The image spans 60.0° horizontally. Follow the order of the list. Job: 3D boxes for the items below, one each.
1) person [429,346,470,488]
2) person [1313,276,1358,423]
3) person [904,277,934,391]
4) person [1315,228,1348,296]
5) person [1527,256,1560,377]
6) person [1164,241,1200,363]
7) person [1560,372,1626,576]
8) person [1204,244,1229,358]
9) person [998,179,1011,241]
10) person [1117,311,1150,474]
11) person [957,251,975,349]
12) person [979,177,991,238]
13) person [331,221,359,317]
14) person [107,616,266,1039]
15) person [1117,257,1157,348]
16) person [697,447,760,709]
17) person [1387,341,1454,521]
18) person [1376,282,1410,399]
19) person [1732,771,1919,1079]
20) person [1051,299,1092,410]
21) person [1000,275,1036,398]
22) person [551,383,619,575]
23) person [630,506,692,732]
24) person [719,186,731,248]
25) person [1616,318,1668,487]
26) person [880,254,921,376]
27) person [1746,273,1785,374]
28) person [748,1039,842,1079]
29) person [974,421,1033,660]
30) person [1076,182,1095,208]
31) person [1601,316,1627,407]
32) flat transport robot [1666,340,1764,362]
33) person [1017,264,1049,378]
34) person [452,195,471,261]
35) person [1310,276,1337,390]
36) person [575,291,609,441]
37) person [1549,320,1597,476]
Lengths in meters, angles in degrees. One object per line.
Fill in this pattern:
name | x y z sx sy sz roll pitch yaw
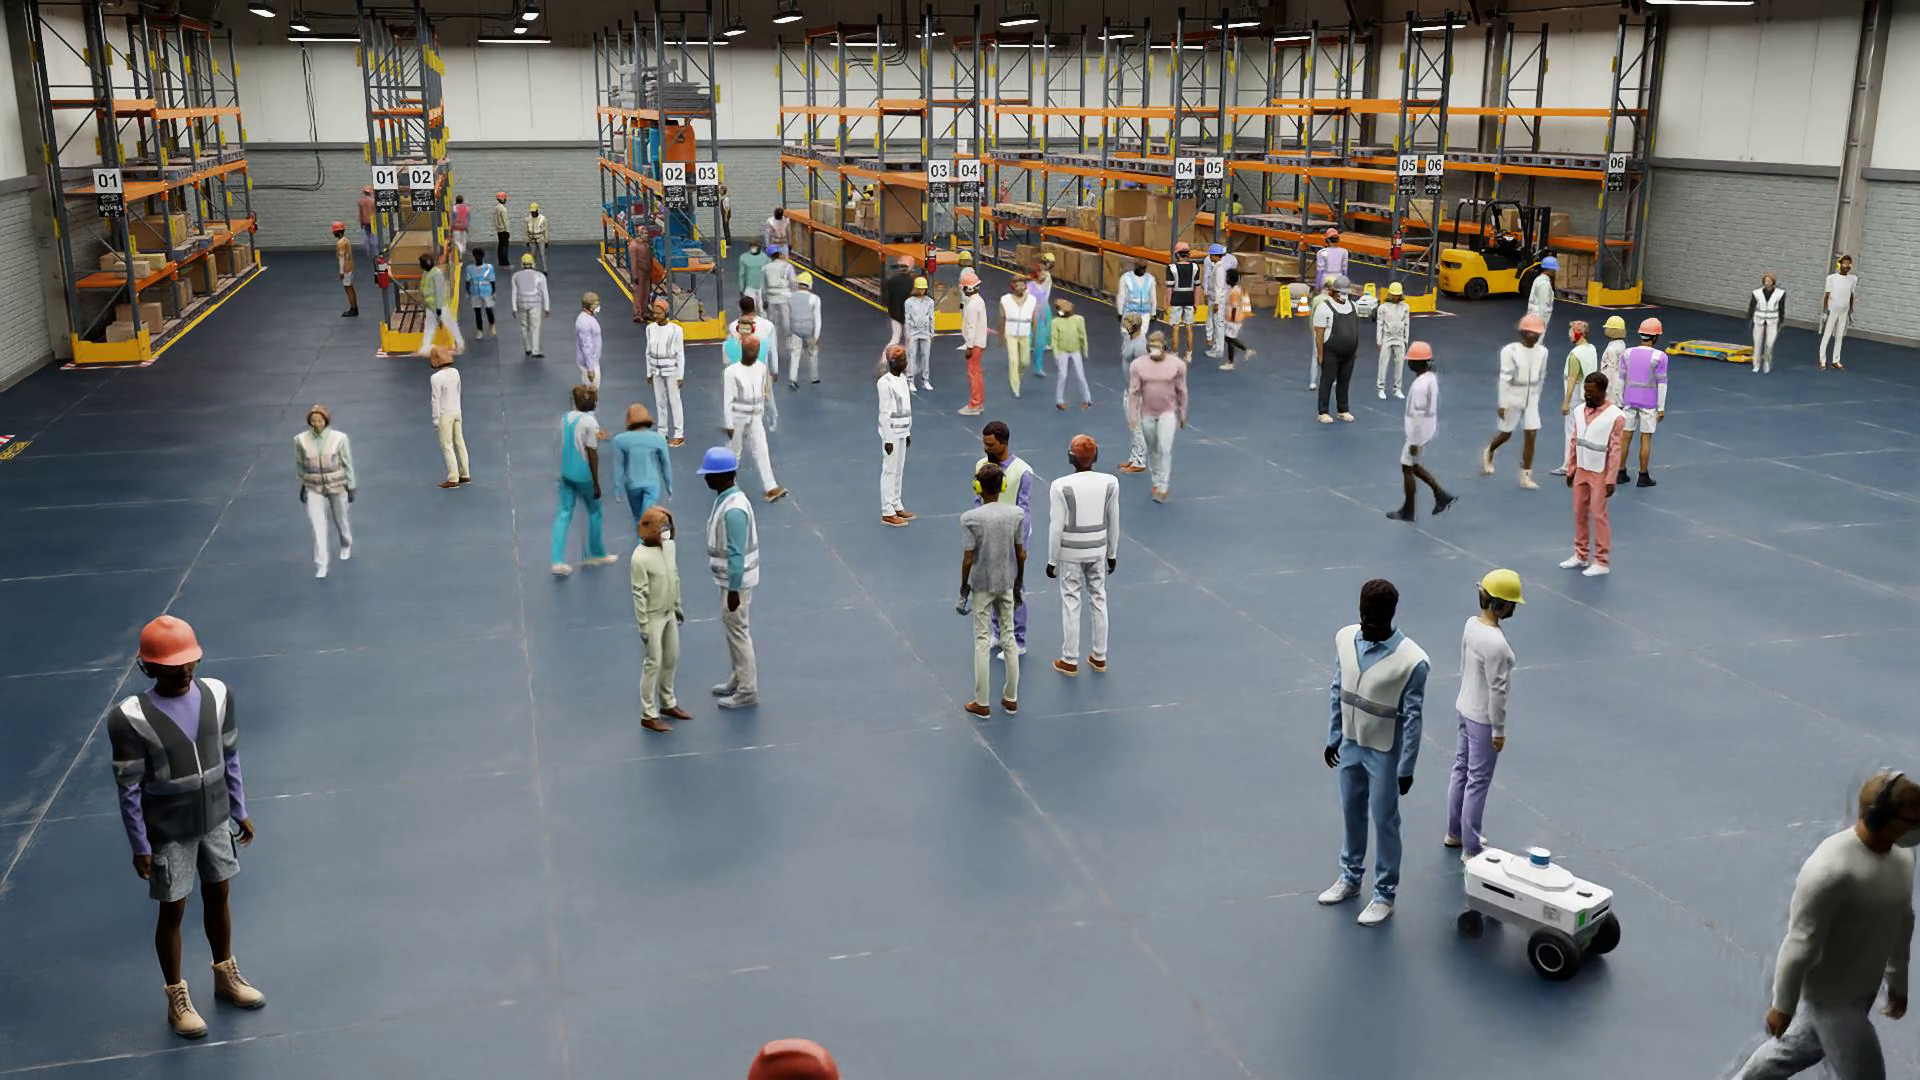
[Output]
person | -5.865 -1.408 19.041 0.290 1.624 0.497 4 16 16
person | 5.194 -2.624 22.810 0.685 2.000 0.535 -7 17 -26
person | -0.609 -3.132 25.315 0.481 1.734 0.329 -5 16 -19
person | 6.838 -4.727 30.724 0.608 2.043 0.374 -3 15 -11
person | 9.272 -3.558 26.540 0.427 1.937 0.613 3 15 10
person | 3.710 -3.977 27.905 0.607 2.040 0.378 -4 15 -14
person | 5.945 -0.633 15.583 0.388 1.905 0.600 -6 16 -22
person | 4.414 -4.113 28.614 0.414 1.941 0.606 1 15 3
person | 1.378 -10.298 51.973 0.400 1.900 0.650 10 18 32
person | 2.072 -1.742 19.717 0.367 1.932 0.623 -2 15 -6
person | 0.104 -4.254 29.512 0.314 1.744 0.487 6 16 20
person | 0.727 -10.575 52.925 0.543 1.939 0.361 -14 20 -43
person | -12.587 -5.531 33.980 0.408 1.926 0.544 -3 15 -12
person | -3.652 1.337 7.900 0.371 2.044 0.608 10 18 32
person | 2.932 -3.787 27.616 0.658 1.816 0.520 -3 15 -10
person | -1.673 0.269 12.128 0.426 1.938 0.626 -4 15 -14
person | 4.841 -1.118 17.372 0.563 1.920 0.564 8 17 28
person | 6.410 -2.950 24.639 0.491 1.730 0.323 -2 15 -6
person | 3.506 1.769 6.610 0.635 1.881 1.039 -11 18 -35
person | 1.588 -2.653 23.787 0.582 1.585 0.318 0 15 1
person | 0.850 -3.054 24.854 0.562 1.826 0.600 -3 15 -12
person | -3.582 -0.562 15.510 0.631 1.800 0.784 9 17 30
person | -2.119 0.546 11.687 0.279 1.621 0.508 6 16 21
person | -6.975 -9.584 49.402 0.343 1.840 0.506 -4 15 -14
person | 7.822 -1.577 19.069 0.358 1.936 0.552 -14 20 -42
person | -0.936 -3.555 26.490 0.613 1.962 0.885 9 17 29
person | 13.015 -3.499 26.908 0.544 1.619 0.552 9 17 30
person | -0.418 2.257 4.647 0.374 1.934 0.548 -8 17 -27
person | 0.338 -0.016 13.264 0.414 1.907 0.595 -13 20 -41
person | 3.750 -9.708 49.653 0.603 1.945 0.390 -4 15 -14
person | 8.097 -1.920 20.732 0.294 1.744 0.486 9 17 29
flat transport robot | 13.003 -3.266 28.617 0.652 0.197 1.431 -10 18 -34
person | 1.154 -3.492 26.500 0.542 1.820 0.619 9 18 32
person | -13.602 -8.474 45.275 0.652 1.810 0.638 -14 20 -42
person | 5.634 -3.183 25.523 0.567 1.720 0.796 9 17 30
person | -4.804 -2.265 21.668 0.373 1.935 0.628 -2 15 -9
person | 7.282 -1.660 19.592 0.403 1.835 0.567 13 19 40
